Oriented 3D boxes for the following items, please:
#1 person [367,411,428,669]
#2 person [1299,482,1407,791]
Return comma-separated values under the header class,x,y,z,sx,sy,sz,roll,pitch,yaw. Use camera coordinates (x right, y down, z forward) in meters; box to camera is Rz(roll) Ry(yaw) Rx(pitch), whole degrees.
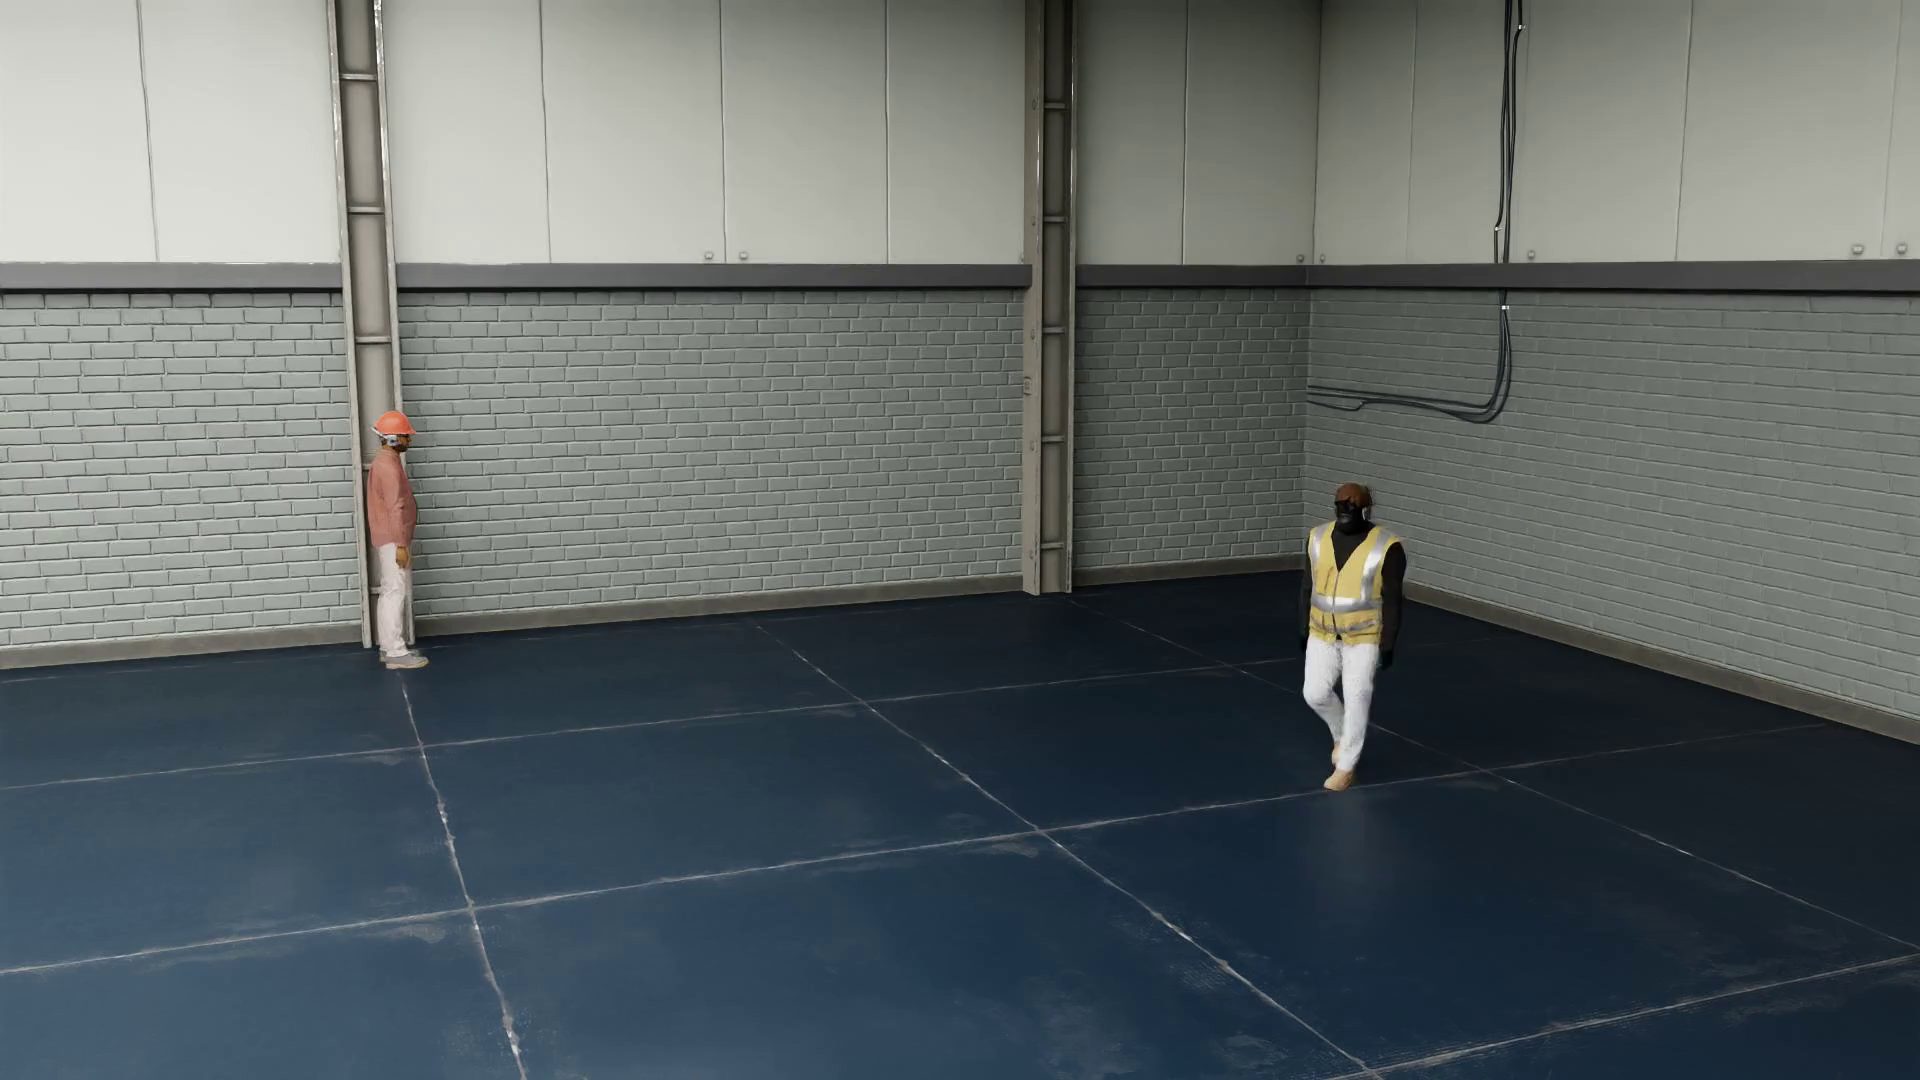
class,x,y,z,sx,sy,sz,roll,pitch,yaw
person,-4.369,-0.006,12.897,0.396,1.992,0.622,-4,10,-26
person,2.310,0.558,9.866,0.649,1.829,0.483,7,11,36
